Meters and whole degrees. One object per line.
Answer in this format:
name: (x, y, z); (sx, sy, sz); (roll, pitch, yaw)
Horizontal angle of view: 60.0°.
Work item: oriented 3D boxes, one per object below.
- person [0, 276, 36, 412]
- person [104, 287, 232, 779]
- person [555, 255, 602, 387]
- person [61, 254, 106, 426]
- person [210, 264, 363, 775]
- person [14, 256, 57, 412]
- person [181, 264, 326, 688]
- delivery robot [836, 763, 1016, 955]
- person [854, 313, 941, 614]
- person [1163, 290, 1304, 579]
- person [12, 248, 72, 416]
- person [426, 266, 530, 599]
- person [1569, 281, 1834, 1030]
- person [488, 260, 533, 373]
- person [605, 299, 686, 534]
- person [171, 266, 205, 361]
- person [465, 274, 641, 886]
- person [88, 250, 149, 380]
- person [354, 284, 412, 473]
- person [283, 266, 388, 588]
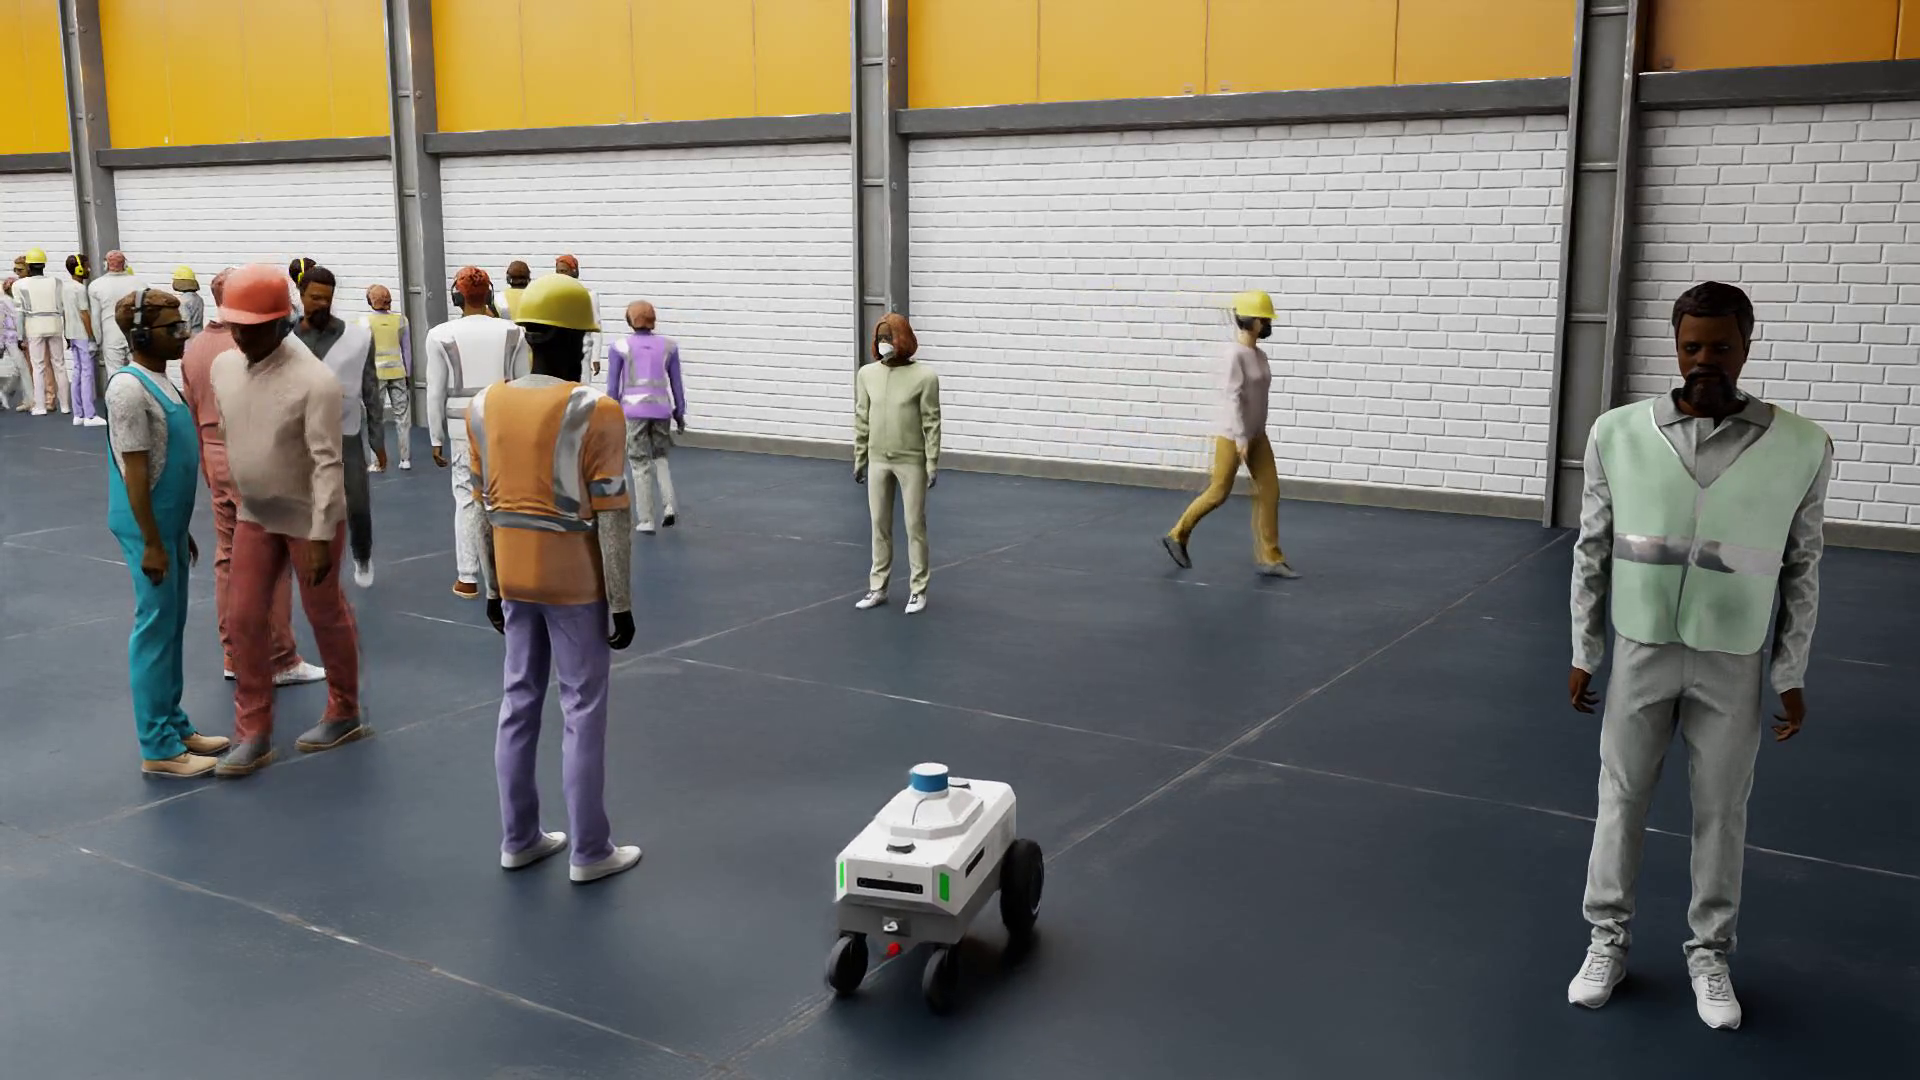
person: (-11.104, -2.297, 19.556); (0.770, 1.609, 0.536); (3, 11, 19)
person: (-3.017, -0.023, 6.300); (0.343, 1.847, 0.507); (-3, 11, -14)
person: (-3.621, -1.703, 15.501); (0.587, 1.882, 0.341); (2, 11, 13)
person: (-9.579, -2.179, 18.176); (0.519, 1.874, 0.327); (8, 13, 38)
person: (-2.574, -0.070, 6.323); (0.633, 1.927, 0.848); (3, 11, 17)
person: (-10.920, -2.419, 19.595); (0.506, 1.839, 0.351); (0, 10, 1)
person: (-3.196, -0.284, 7.567); (0.641, 1.913, 0.408); (6, 12, 30)
delivery robot: (-0.083, 0.871, 4.664); (0.477, 0.478, 0.707); (3, 11, 17)
person: (-0.347, -0.412, 9.043); (0.507, 1.631, 0.266); (4, 11, 23)
person: (1.662, -0.643, 10.054); (0.857, 1.735, 0.524); (8, 13, 39)
person: (-10.597, -2.401, 19.237); (0.590, 1.930, 0.358); (-9, 13, -40)
person: (-2.710, -0.602, 9.428); (0.584, 1.878, 0.348); (-5, 11, -24)
person: (1.895, 0.296, 4.329); (0.591, 1.919, 0.392); (4, 11, 23)
person: (-3.968, -1.612, 15.120); (0.634, 1.839, 0.429); (-5, 11, -26)
person: (-2.171, -0.849, 11.506); (0.520, 1.620, 0.396); (-6, 12, -30)
person: (-8.348, -2.094, 18.056); (0.306, 1.745, 0.483); (0, 10, -1)
person: (-1.272, 0.127, 5.273); (0.588, 1.918, 0.396); (5, 11, 24)
person: (-9.221, -2.225, 18.328); (0.636, 1.911, 0.406); (-6, 12, -31)
person: (-5.024, -1.404, 14.519); (0.514, 1.641, 0.309); (-9, 14, -42)
person: (-3.492, -0.567, 9.191); (0.610, 1.886, 0.780); (-4, 11, -20)
